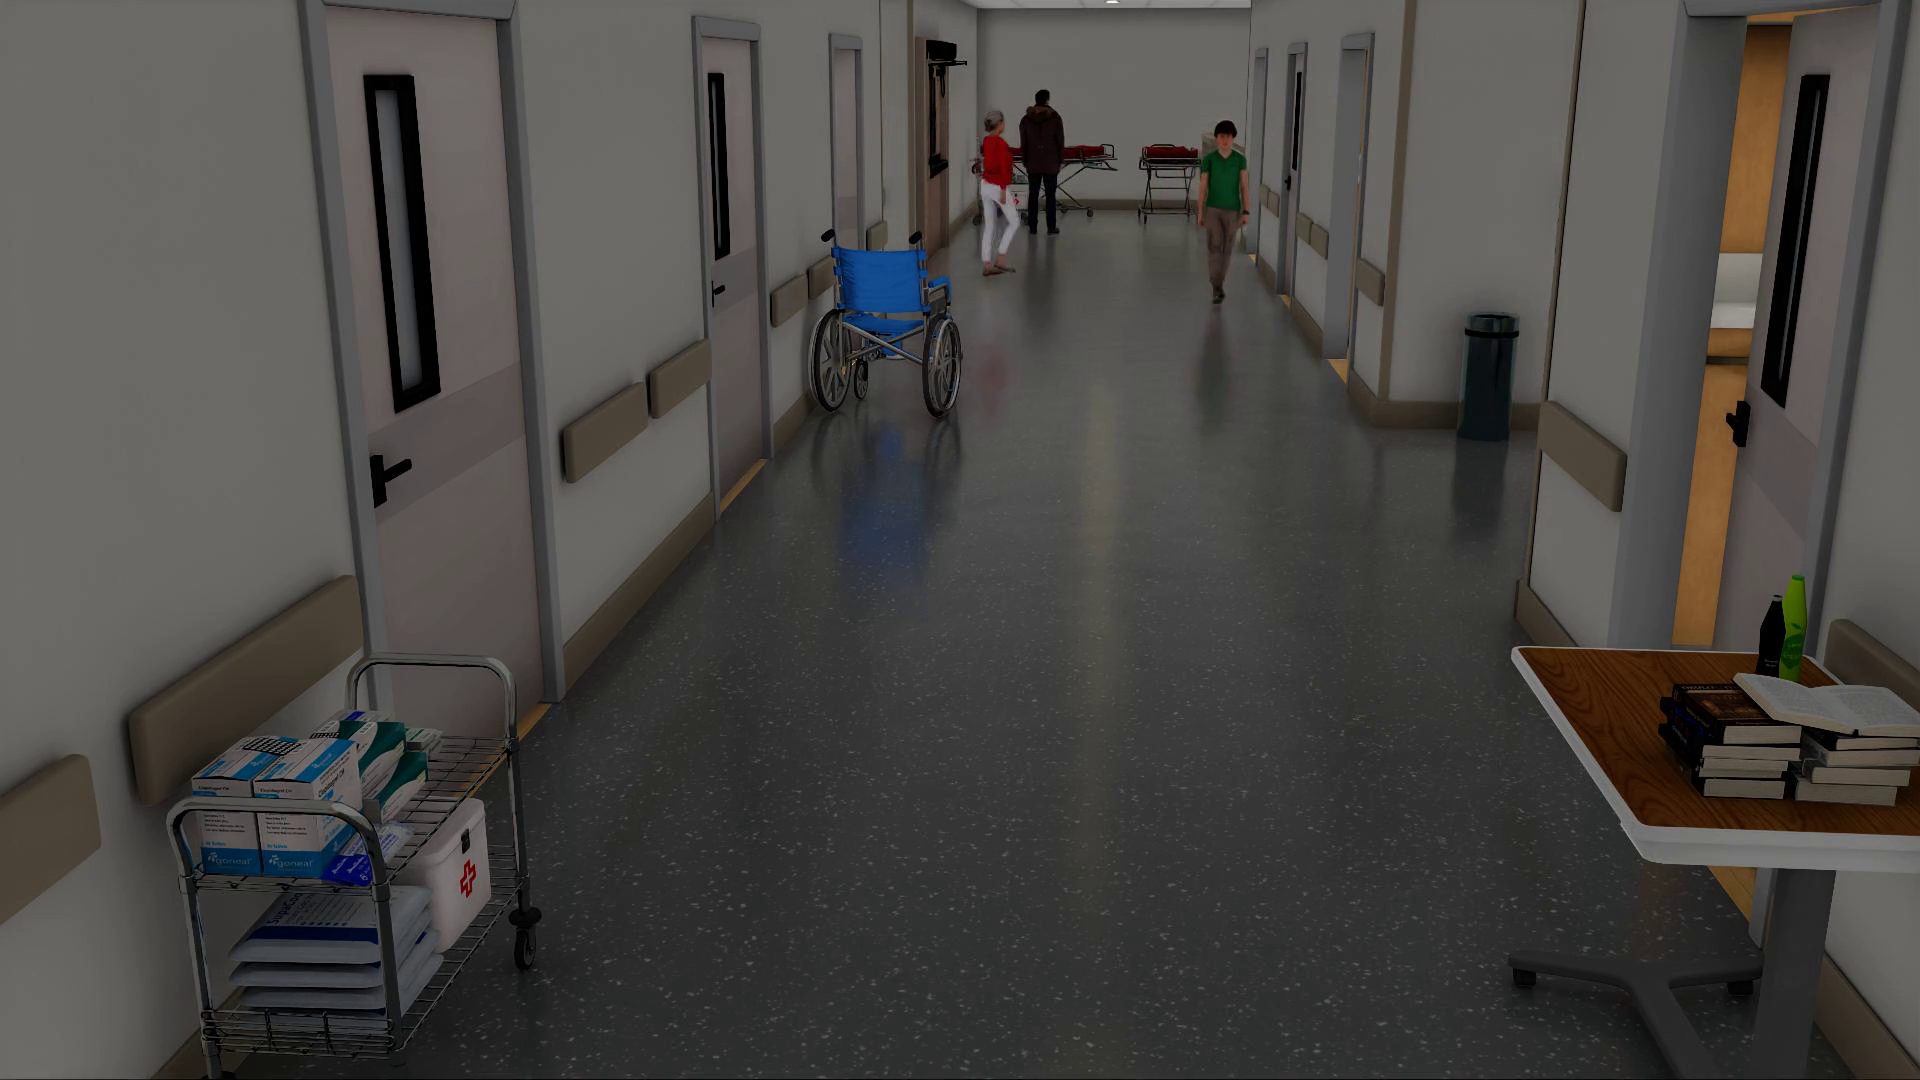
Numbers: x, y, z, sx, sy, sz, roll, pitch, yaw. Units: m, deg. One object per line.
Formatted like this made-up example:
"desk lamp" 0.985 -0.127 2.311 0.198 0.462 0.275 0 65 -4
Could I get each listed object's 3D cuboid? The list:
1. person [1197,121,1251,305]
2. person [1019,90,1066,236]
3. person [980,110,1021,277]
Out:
"person" 2.399 -2.977 15.216 0.629 1.610 1.091 1 16 3
"person" 1.077 -4.935 21.728 0.795 1.844 0.726 4 16 15
"person" 0.299 -3.571 17.192 0.779 1.681 0.716 -10 19 -33
